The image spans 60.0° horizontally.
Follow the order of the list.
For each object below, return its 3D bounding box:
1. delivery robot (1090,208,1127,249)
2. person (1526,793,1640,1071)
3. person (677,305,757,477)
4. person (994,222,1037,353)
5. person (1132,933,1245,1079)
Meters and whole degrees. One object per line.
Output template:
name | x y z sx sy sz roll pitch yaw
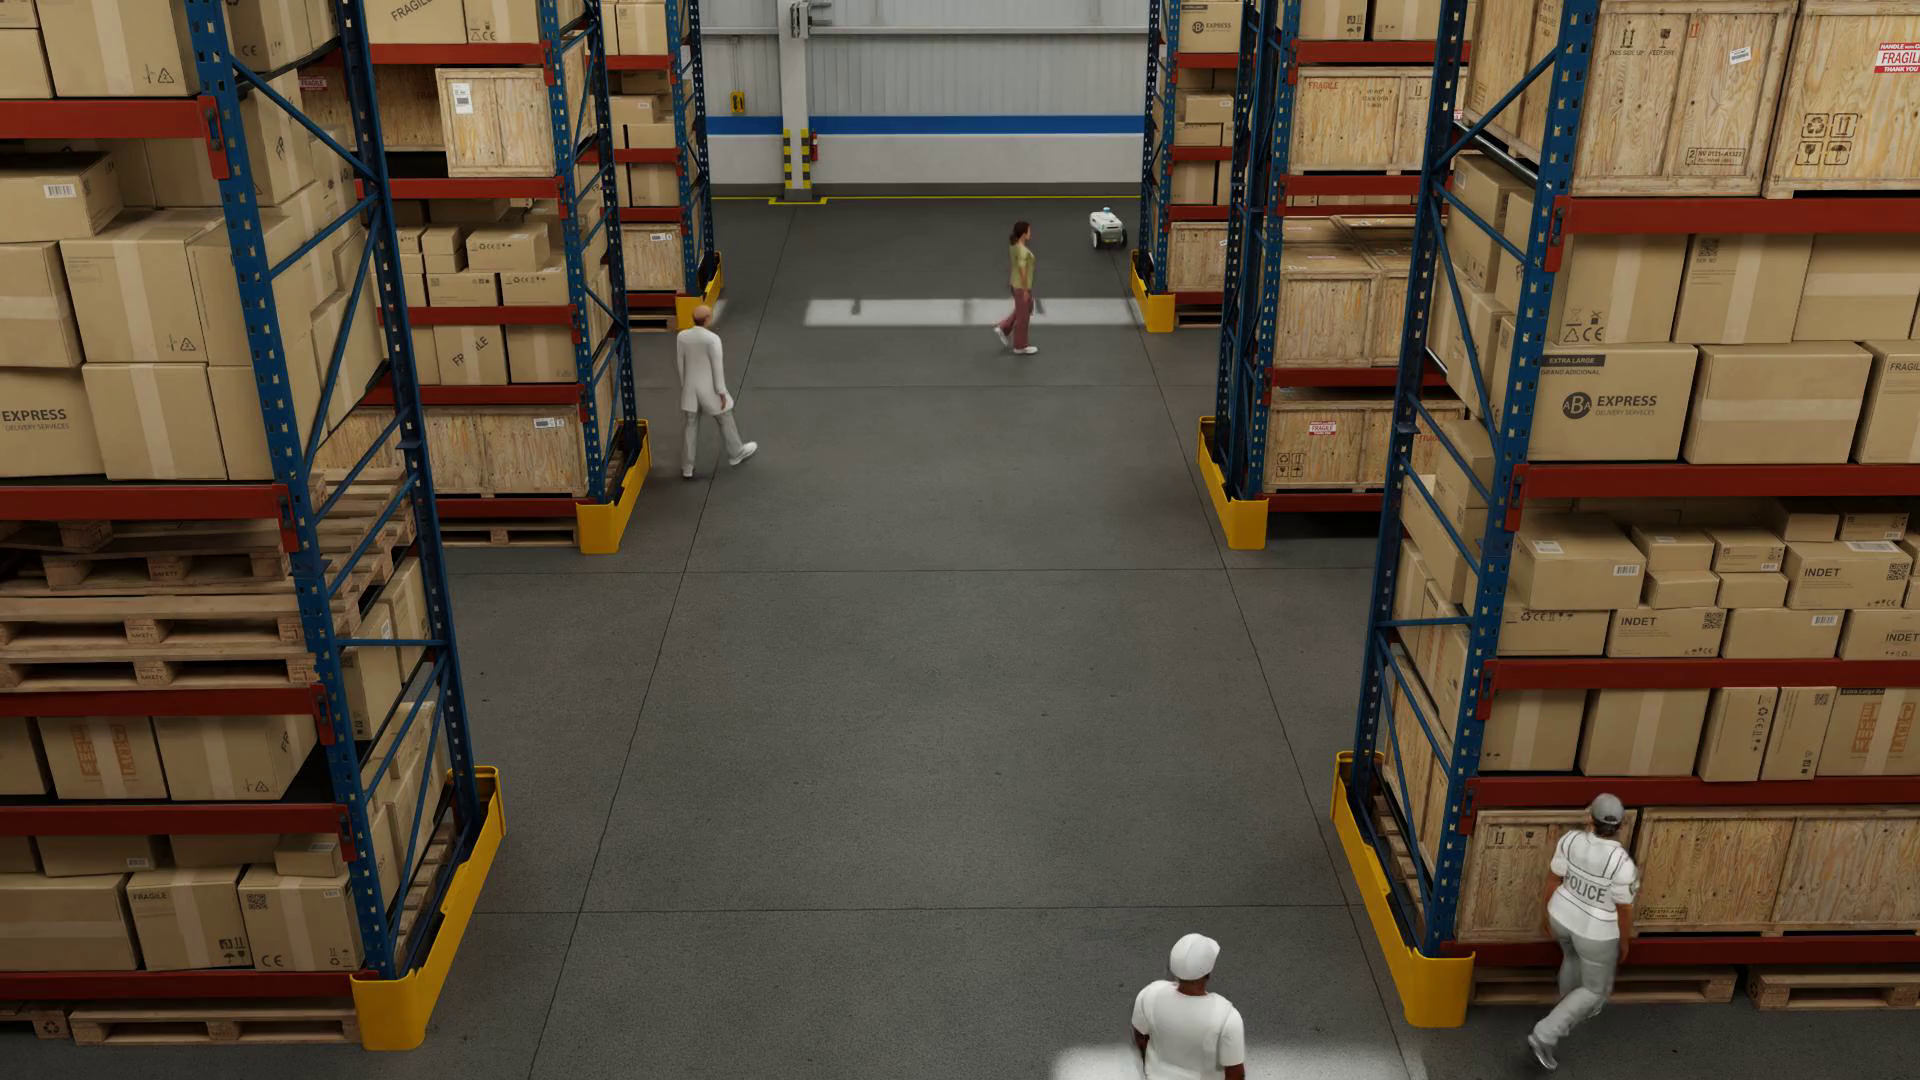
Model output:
delivery robot | 2.346 -4.766 25.658 0.667 0.536 0.754 -5 26 -11
person | 3.519 2.178 9.374 0.829 1.660 0.485 -14 29 -27
person | -2.608 -1.580 17.228 0.628 1.759 0.836 10 27 21
person | 0.715 -3.119 20.622 0.531 1.673 0.456 -6 26 -13
person | 1.129 2.628 8.186 0.581 1.761 0.470 10 27 19
